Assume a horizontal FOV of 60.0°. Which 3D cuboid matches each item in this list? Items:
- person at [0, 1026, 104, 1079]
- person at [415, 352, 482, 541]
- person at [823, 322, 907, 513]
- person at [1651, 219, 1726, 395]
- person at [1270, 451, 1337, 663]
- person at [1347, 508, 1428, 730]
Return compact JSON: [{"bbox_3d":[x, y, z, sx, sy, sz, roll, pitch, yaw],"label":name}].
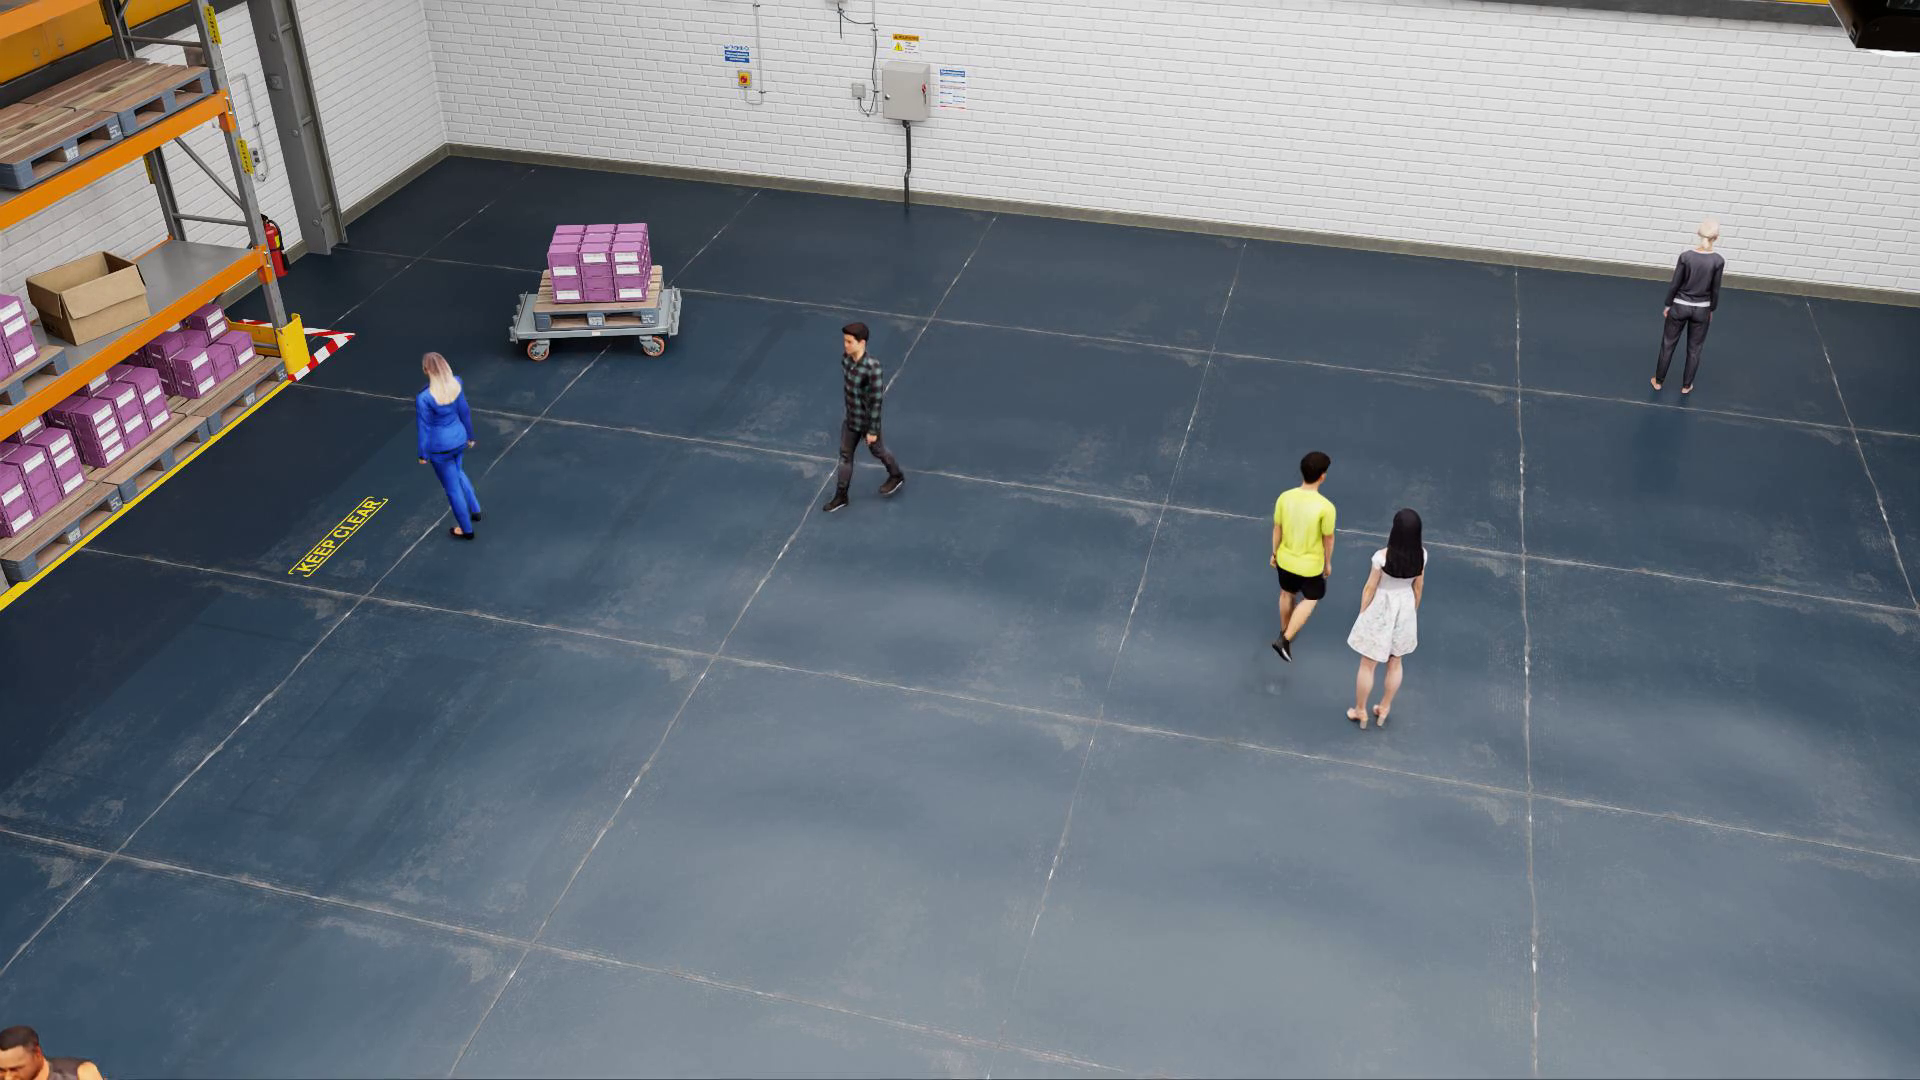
[{"bbox_3d":[-4.168,2.882,7.920,0.849,1.887,0.935,-2,34,-2],"label":"person"},{"bbox_3d":[-4.100,-0.735,13.538,0.734,1.692,0.569,16,37,22],"label":"person"},{"bbox_3d":[-0.742,-1.064,13.977,1.186,1.684,1.041,-27,42,-34],"label":"person"},{"bbox_3d":[6.911,-2.209,15.723,0.625,1.727,0.547,12,36,18],"label":"person"},{"bbox_3d":[2.474,0.168,12.177,0.811,1.694,0.968,22,39,29],"label":"person"},{"bbox_3d":[2.970,0.555,11.525,0.752,1.772,0.769,-5,34,-8],"label":"person"}]
